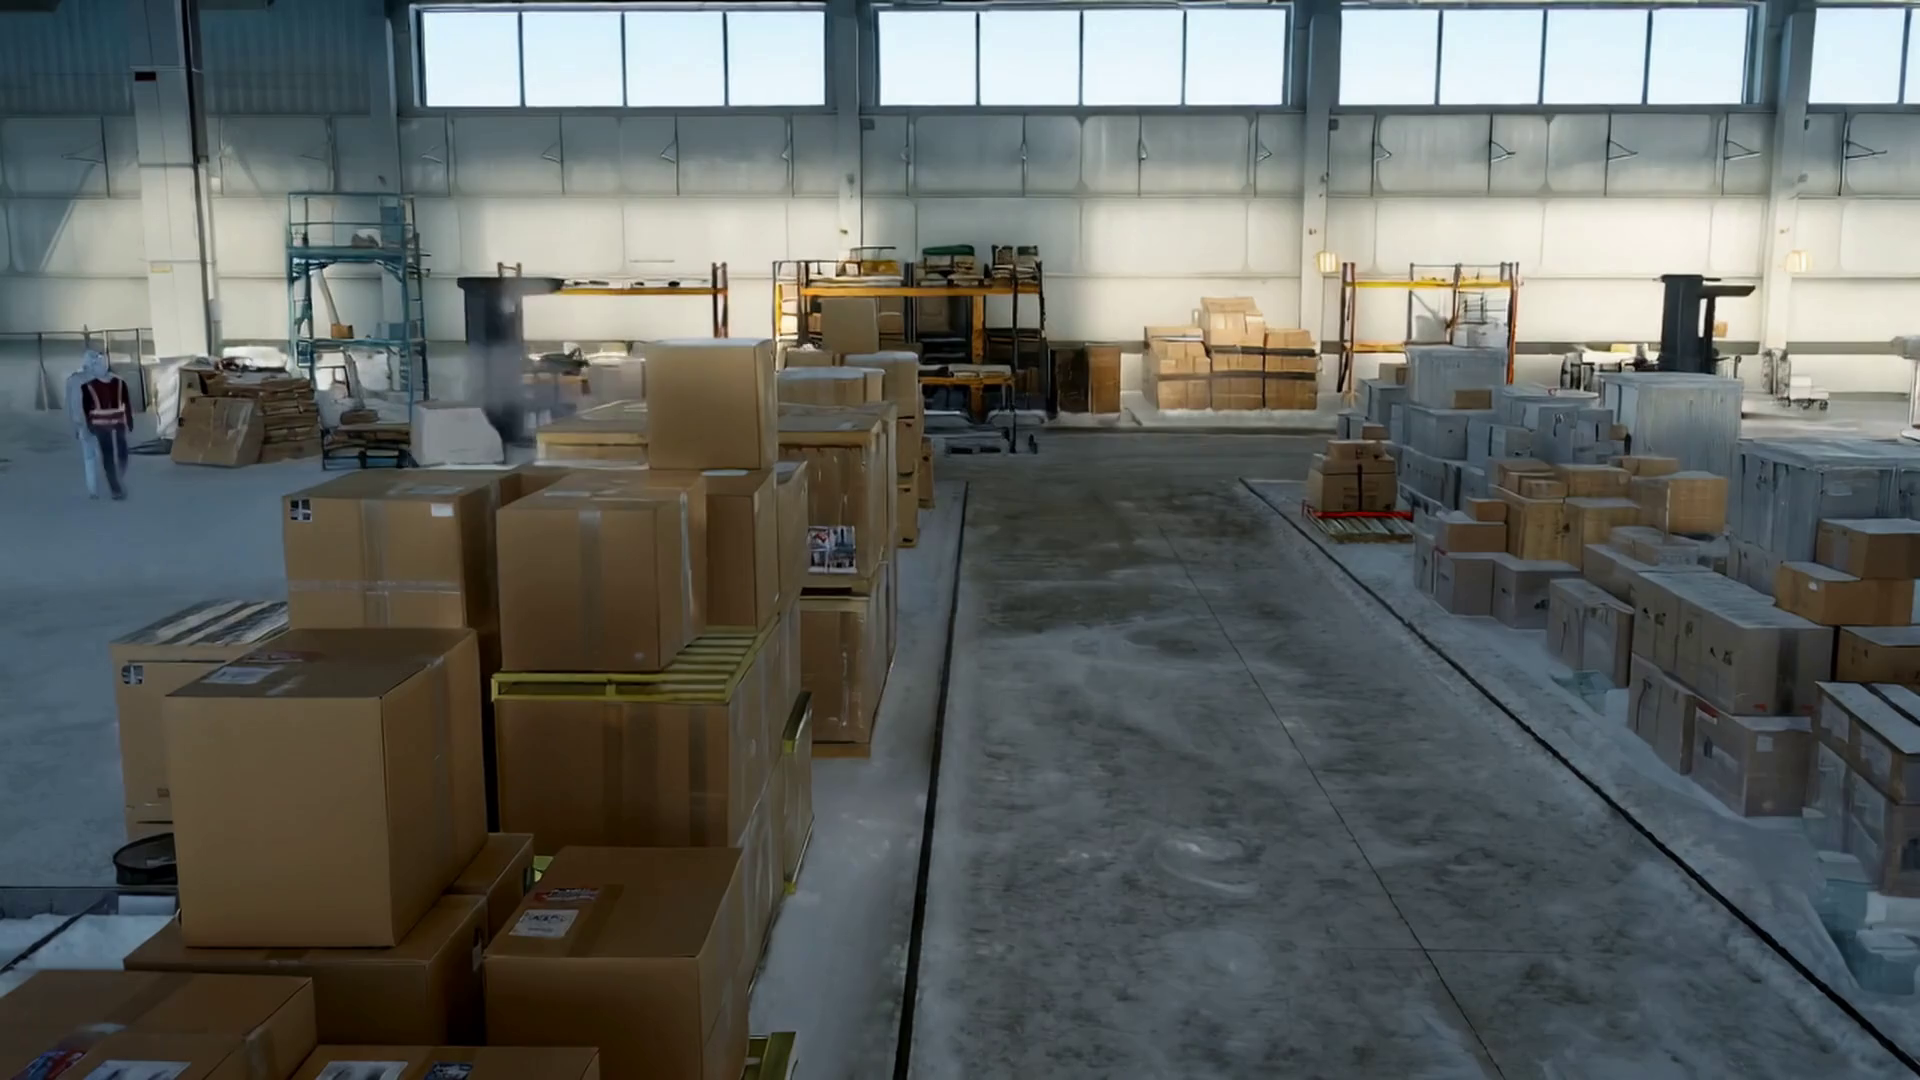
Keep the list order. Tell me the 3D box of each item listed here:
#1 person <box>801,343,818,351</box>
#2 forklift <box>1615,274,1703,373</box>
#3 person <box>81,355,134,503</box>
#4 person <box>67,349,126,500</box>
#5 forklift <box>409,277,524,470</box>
[{"bbox_3d":[-2.181,-1.790,23.235,0.565,1.917,0.551,-3,10,-18],"label":"person"},{"bbox_3d":[12.612,-3.276,29.256,1.873,2.768,1.129,0,9,1],"label":"forklift"},{"bbox_3d":[-10.797,-1.414,21.132,0.539,1.871,0.604,8,12,39],"label":"person"},{"bbox_3d":[-11.013,-1.473,21.270,0.636,1.938,0.358,-4,10,-22],"label":"person"},{"bbox_3d":[-6.557,-2.206,22.850,1.873,2.768,1.129,-5,11,-27],"label":"forklift"}]
